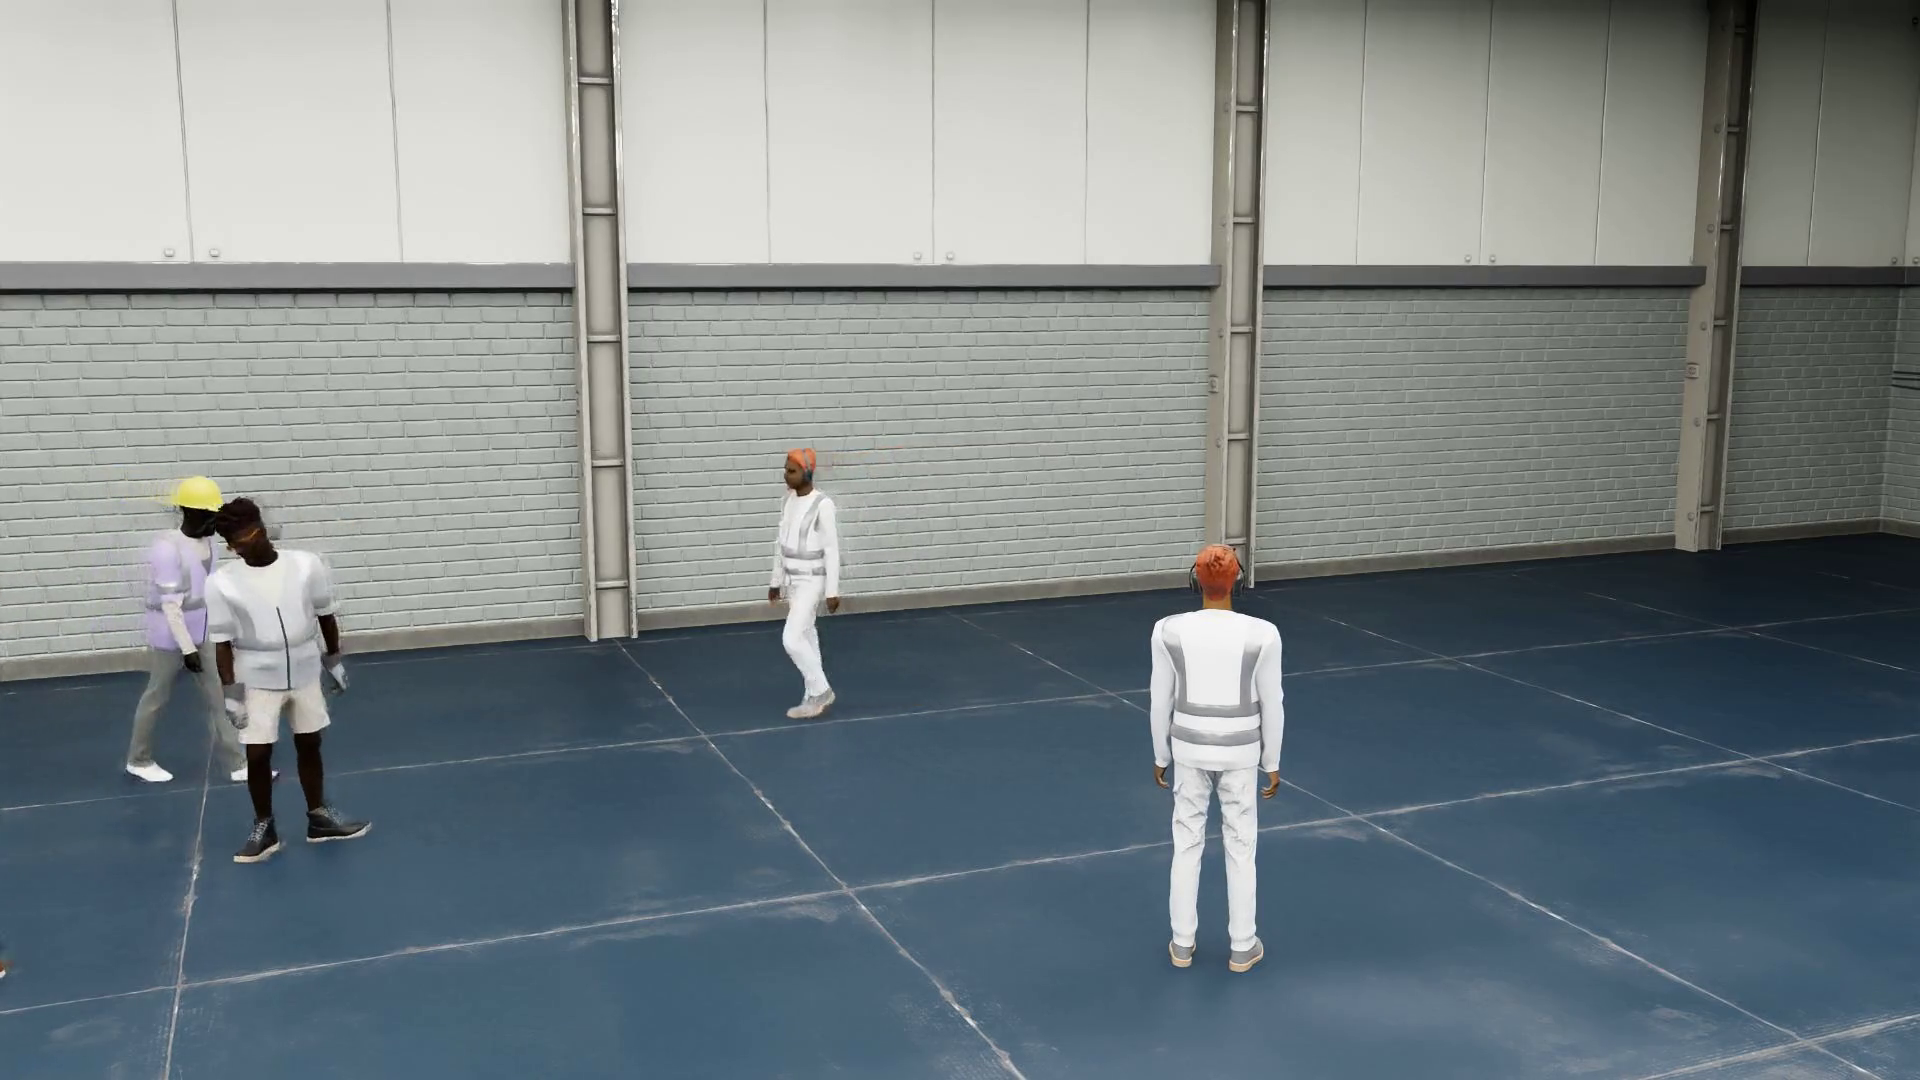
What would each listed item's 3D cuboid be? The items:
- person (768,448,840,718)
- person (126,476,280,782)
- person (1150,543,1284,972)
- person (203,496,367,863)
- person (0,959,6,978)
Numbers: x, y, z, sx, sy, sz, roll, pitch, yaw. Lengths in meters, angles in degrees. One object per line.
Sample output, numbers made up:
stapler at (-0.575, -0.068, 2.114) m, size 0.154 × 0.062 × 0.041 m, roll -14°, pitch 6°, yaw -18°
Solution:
person at (-1.085, 0.304, 11.340) m, size 0.431 × 1.865 × 0.588 m, roll -5°, pitch 10°, yaw -30°
person at (-4.595, 0.546, 9.863) m, size 0.959 × 1.868 × 0.580 m, roll 2°, pitch 9°, yaw 12°
person at (1.117, 0.948, 7.256) m, size 0.575 × 1.885 × 0.355 m, roll 2°, pitch 9°, yaw 15°
person at (-3.489, 0.708, 8.664) m, size 0.764 × 1.929 × 0.373 m, roll -7°, pitch 12°, yaw -38°
person at (-4.545, 1.043, 6.873) m, size 0.998 × 1.812 × 0.536 m, roll -4°, pitch 10°, yaw -24°
